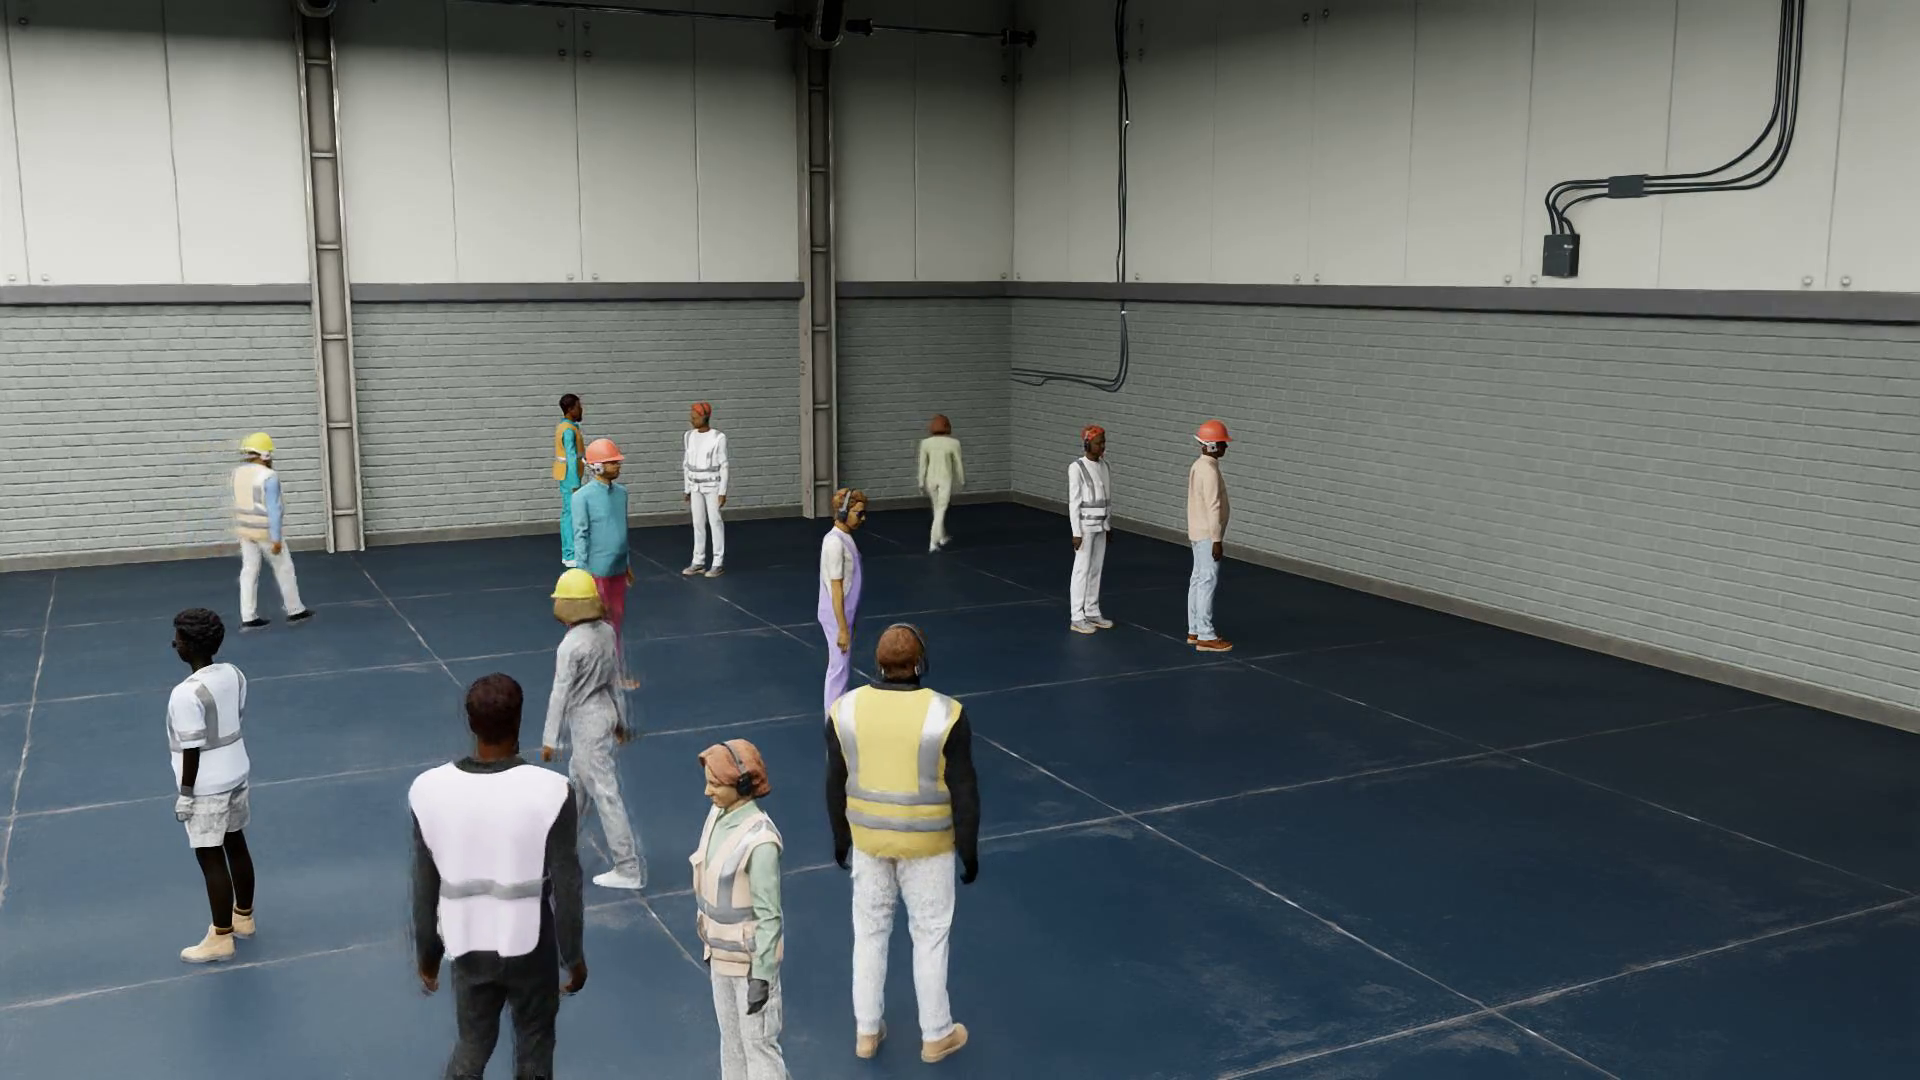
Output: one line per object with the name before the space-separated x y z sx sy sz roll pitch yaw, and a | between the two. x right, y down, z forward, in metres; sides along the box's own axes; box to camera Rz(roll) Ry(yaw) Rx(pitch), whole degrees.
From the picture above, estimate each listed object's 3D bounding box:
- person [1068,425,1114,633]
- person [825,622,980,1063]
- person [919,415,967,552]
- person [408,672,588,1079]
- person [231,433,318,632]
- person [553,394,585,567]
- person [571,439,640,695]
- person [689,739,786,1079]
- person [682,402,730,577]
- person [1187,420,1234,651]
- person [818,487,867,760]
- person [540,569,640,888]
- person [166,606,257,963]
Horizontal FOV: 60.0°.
person | 1.201 -0.104 15.149 0.343 1.882 0.586 7 12 37
person | -0.229 1.253 6.930 0.643 1.841 0.428 3 10 17
person | -0.226 -0.673 19.563 0.504 1.595 0.843 4 10 24
person | -1.614 1.407 5.793 0.604 1.900 0.666 1 9 7
person | -6.327 -0.087 15.289 0.624 1.797 0.820 5 10 28
person | -4.323 -0.664 18.488 0.391 1.922 0.593 -3 10 -19
person | -2.742 0.212 12.850 0.370 1.996 0.622 4 10 25
person | -0.788 1.506 5.985 0.308 1.639 0.510 -6 11 -31
person | -2.731 -0.542 17.845 0.575 1.885 0.359 6 11 32
person | 2.162 -0.040 14.420 0.379 1.995 0.612 -1 9 -6
person | -0.780 0.561 11.191 0.343 1.840 0.507 0 9 -1
person | -2.078 1.000 8.860 0.849 1.701 0.512 2 10 15
person | -3.586 1.158 7.954 0.316 1.696 0.540 0 9 1
